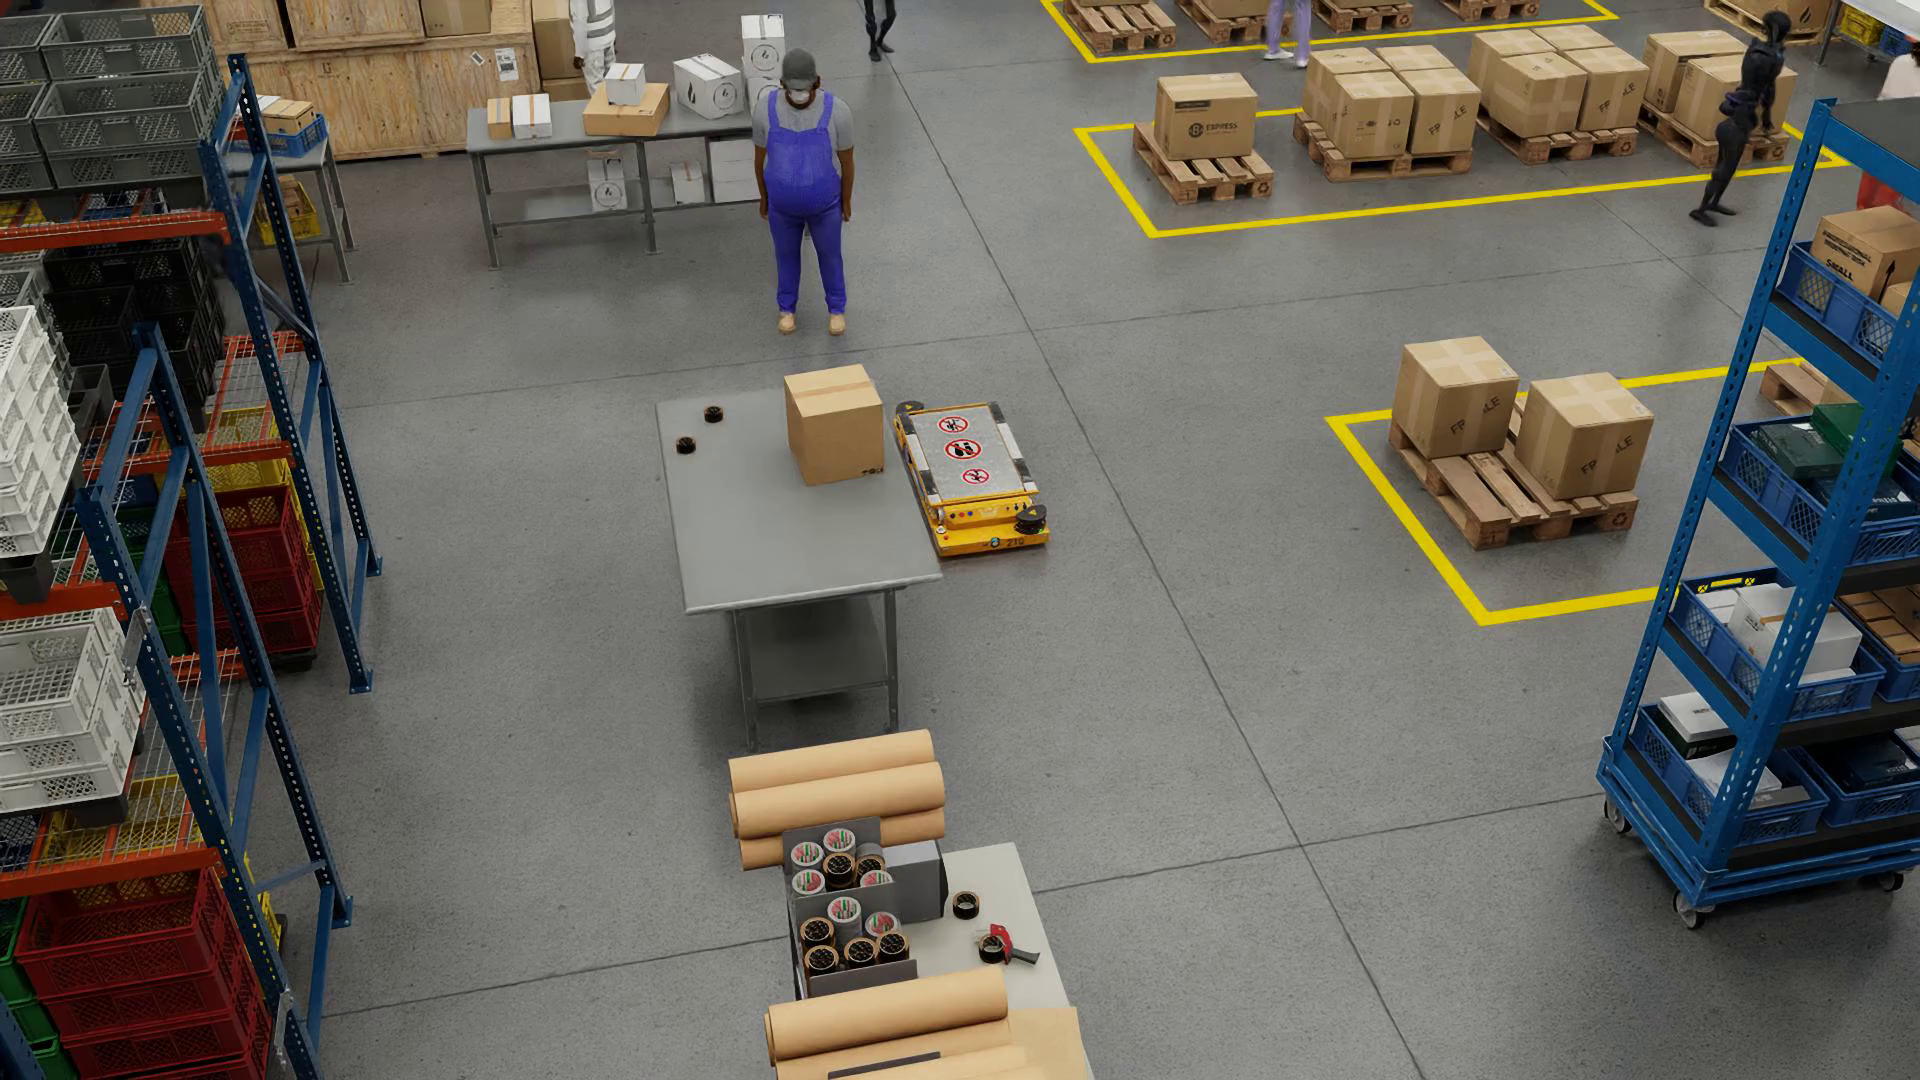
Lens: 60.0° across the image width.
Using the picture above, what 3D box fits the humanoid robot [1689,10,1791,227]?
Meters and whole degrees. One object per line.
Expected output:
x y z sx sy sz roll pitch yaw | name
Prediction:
5.996 -3.224 12.696 0.609 1.656 0.326 -29 46 -33 | humanoid robot

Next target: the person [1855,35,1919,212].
6.747 -2.805 11.893 0.551 1.974 0.611 -9 38 -12 | person

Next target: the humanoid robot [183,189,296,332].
-5.022 -2.076 11.194 0.722 1.634 0.576 -1 37 -2 | humanoid robot

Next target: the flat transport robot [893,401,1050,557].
0.046 -0.430 10.108 0.652 0.197 1.431 -8 37 -10 | flat transport robot

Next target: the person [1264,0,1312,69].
3.095 -5.332 15.346 0.480 1.911 0.592 -23 42 -28 | person

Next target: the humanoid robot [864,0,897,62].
-0.795 -5.340 15.556 0.597 1.654 0.371 -19 41 -24 | humanoid robot

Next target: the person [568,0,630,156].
-3.016 -4.115 13.731 0.337 1.882 0.583 12 38 16 | person

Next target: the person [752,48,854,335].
-1.051 -2.326 11.197 0.680 2.000 0.536 2 37 3 | person

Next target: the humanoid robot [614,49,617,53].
-3.493 -5.345 15.557 0.582 1.655 0.327 -22 42 -27 | humanoid robot
